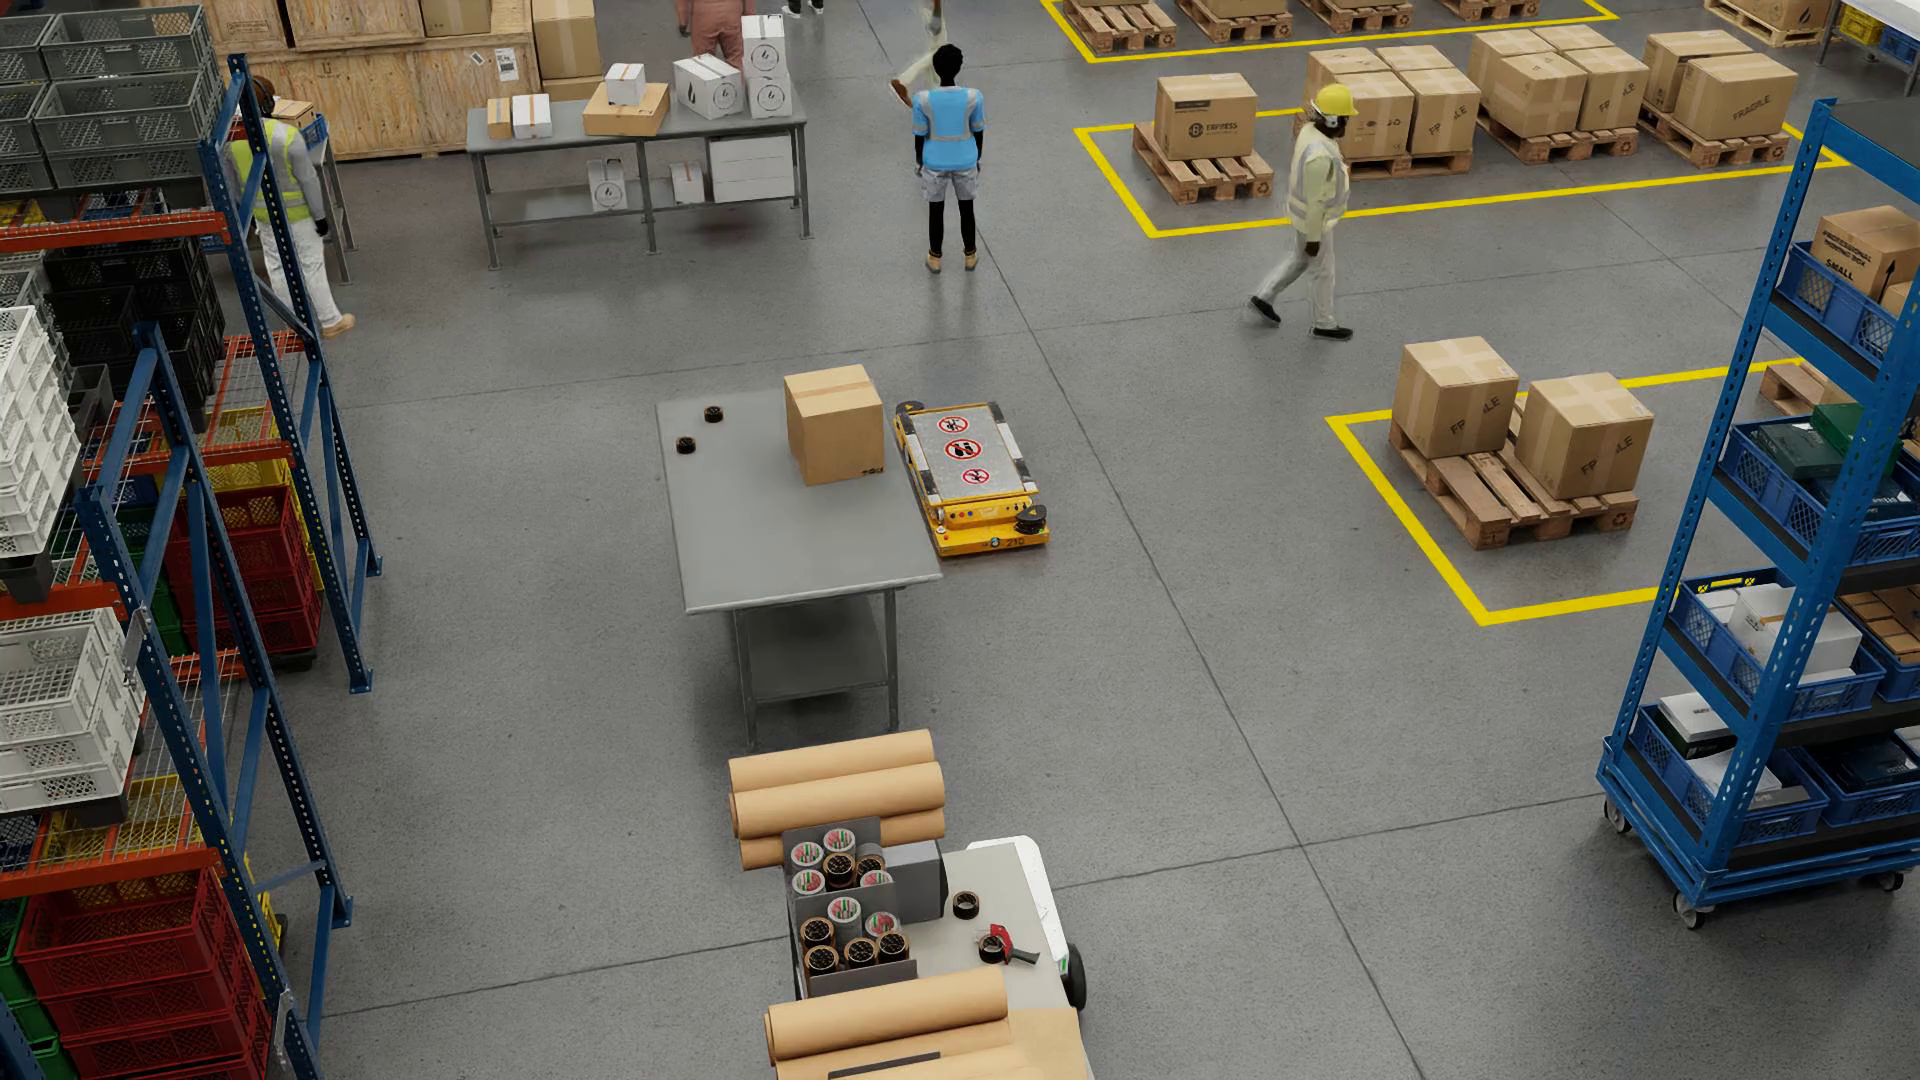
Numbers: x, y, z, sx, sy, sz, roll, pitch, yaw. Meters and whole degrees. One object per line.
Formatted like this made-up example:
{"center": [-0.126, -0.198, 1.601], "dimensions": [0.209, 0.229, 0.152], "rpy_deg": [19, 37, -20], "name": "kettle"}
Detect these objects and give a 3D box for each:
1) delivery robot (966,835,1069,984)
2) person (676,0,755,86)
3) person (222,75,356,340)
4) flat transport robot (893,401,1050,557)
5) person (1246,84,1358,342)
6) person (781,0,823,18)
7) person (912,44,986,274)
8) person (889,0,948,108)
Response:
{"center": [0.229, 1.590, 7.082], "dimensions": [0.477, 0.478, 0.707], "rpy_deg": [-6, 37, -8], "name": "delivery robot"}
{"center": [-2.086, -4.484, 14.211], "dimensions": [0.663, 1.898, 0.398], "rpy_deg": [-13, 39, -17], "name": "person"}
{"center": [-4.553, -2.224, 11.214], "dimensions": [0.624, 1.844, 0.430], "rpy_deg": [7, 37, 10], "name": "person"}
{"center": [0.046, -0.430, 10.108], "dimensions": [0.652, 0.197, 1.431], "rpy_deg": [-8, 37, -10], "name": "flat transport robot"}
{"center": [2.374, -2.198, 11.207], "dimensions": [0.731, 1.811, 0.605], "rpy_deg": [3, 37, 4], "name": "person"}
{"center": [-1.588, -6.163, 16.460], "dimensions": [0.585, 1.908, 0.409], "rpy_deg": [-21, 41, -26], "name": "person"}
{"center": [-0.078, -2.737, 12.021], "dimensions": [0.530, 1.697, 0.321], "rpy_deg": [-3, 37, -4], "name": "person"}
{"center": [-0.264, -4.631, 14.450], "dimensions": [0.625, 1.841, 0.533], "rpy_deg": [-6, 37, -8], "name": "person"}
